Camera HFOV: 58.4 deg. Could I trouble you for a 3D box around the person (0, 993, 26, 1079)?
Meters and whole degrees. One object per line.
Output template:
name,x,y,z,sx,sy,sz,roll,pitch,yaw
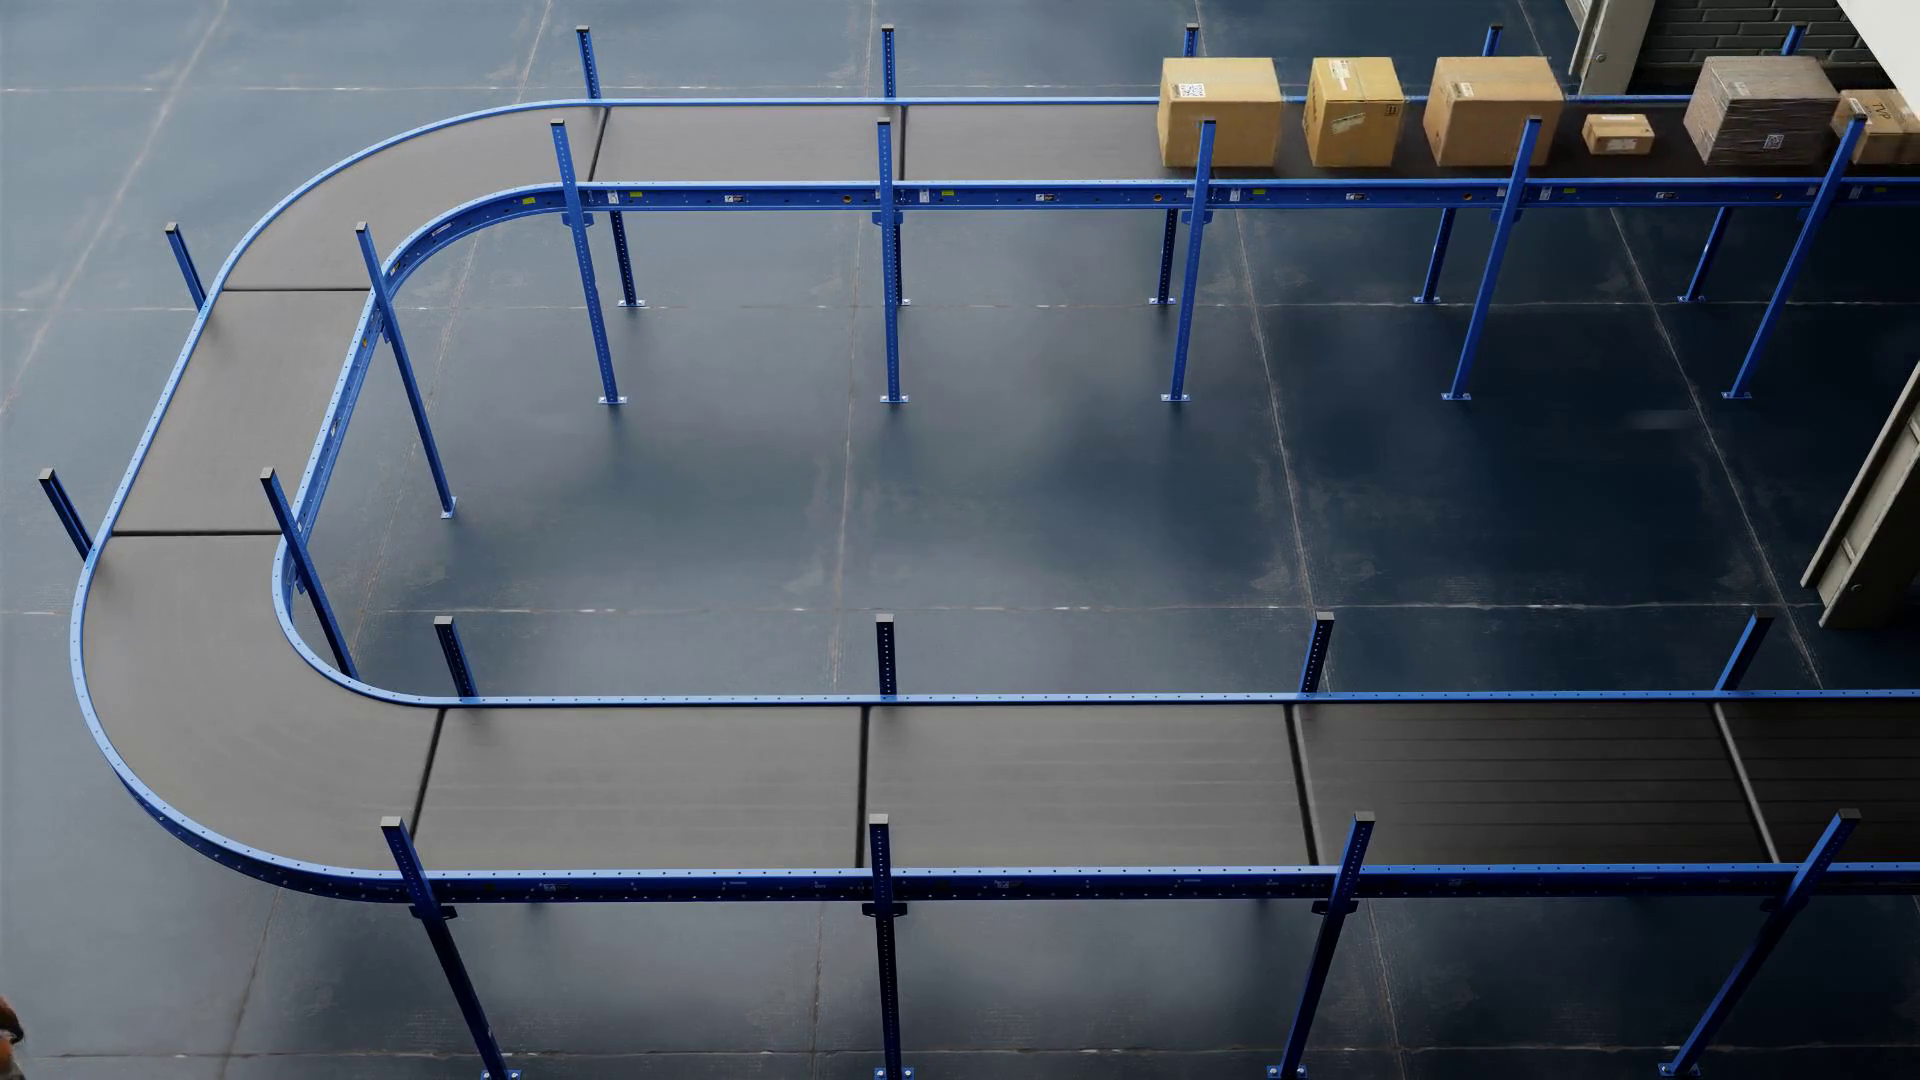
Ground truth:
person,-4.616,2.386,7.960,0.555,1.583,0.817,-27,52,-23
